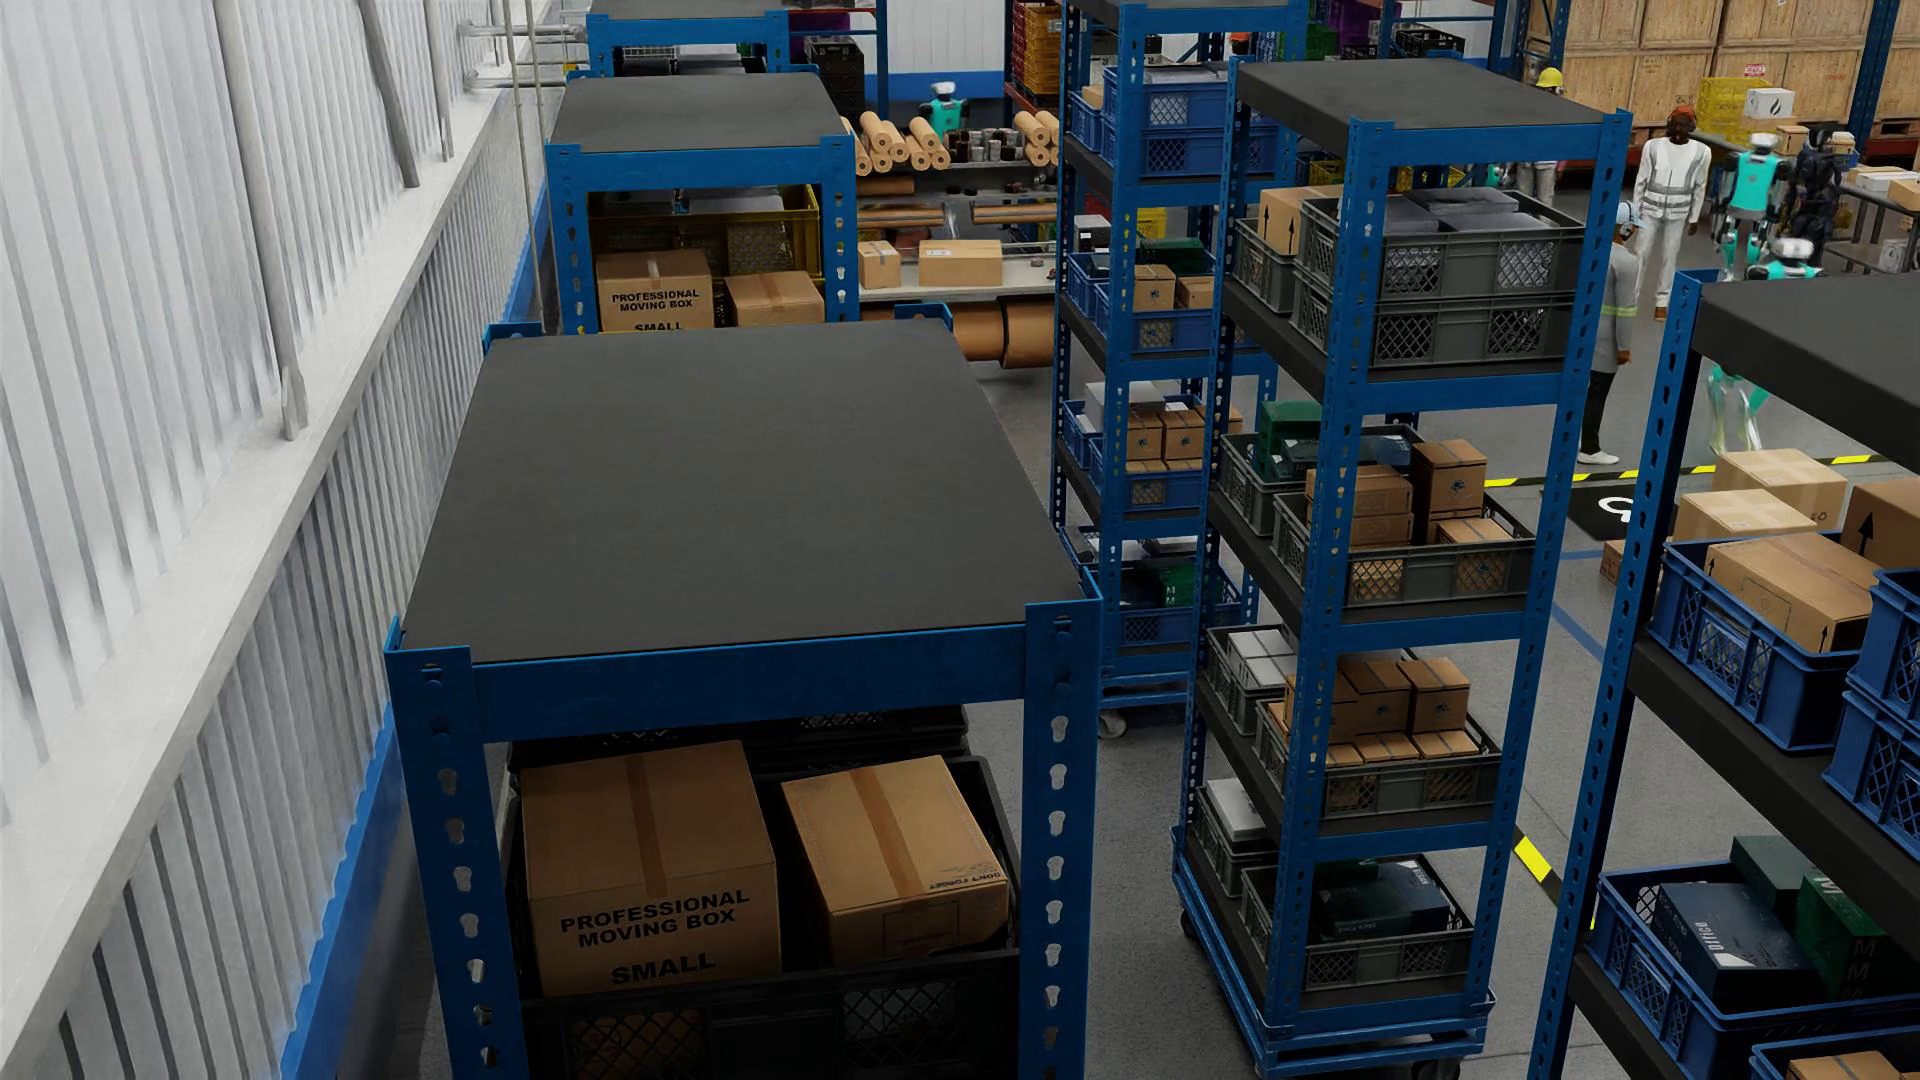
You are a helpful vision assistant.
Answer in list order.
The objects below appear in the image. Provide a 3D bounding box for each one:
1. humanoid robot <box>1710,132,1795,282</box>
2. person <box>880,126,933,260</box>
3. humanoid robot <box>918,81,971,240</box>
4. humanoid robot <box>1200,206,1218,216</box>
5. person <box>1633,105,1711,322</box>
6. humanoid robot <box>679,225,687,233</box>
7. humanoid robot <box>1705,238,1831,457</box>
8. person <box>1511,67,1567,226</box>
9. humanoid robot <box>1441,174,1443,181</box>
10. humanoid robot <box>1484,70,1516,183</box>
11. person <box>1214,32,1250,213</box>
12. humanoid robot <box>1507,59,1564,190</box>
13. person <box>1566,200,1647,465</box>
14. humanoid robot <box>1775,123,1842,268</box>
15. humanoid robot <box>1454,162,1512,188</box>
[{"bbox_3d":[6.750,-2.604,14.212,0.555,1.805,0.670,18,30,34],"label":"humanoid robot"},{"bbox_3d":[-0.403,-2.337,13.351,0.405,1.959,0.622,9,26,19],"label":"person"},{"bbox_3d":[-0.259,-3.781,16.806,0.551,1.775,0.949,-9,26,-19],"label":"humanoid robot"},{"bbox_3d":[2.729,-4.348,18.053,0.373,1.648,0.615,-17,30,-32],"label":"humanoid robot"},{"bbox_3d":[6.175,-2.853,14.569,0.572,1.882,0.360,12,27,24],"label":"person"},{"bbox_3d":[-1.935,-1.470,11.835,0.583,1.645,0.599,4,25,9],"label":"humanoid robot"},{"bbox_3d":[5.365,-1.237,11.237,0.546,1.725,1.028,1,25,2],"label":"humanoid robot"},{"bbox_3d":[5.803,-3.803,16.693,0.588,1.833,0.404,21,32,38],"label":"person"},{"bbox_3d":[5.220,-4.535,18.238,0.533,1.677,0.735,12,27,24],"label":"humanoid robot"},{"bbox_3d":[5.620,-4.100,17.514,0.315,1.653,0.599,11,27,23],"label":"humanoid robot"},{"bbox_3d":[3.025,-4.584,18.143,0.369,2.044,0.606,22,32,39],"label":"person"},{"bbox_3d":[6.321,-4.524,18.459,0.609,1.625,0.537,-12,27,-25],"label":"humanoid robot"},{"bbox_3d":[4.460,-1.433,11.524,0.389,1.849,0.587,-8,26,-16],"label":"person"},{"bbox_3d":[7.683,-2.921,14.967,0.405,1.644,0.604,-8,26,-16],"label":"humanoid robot"},{"bbox_3d":[5.175,-3.742,16.593,0.538,1.736,0.680,-6,25,-13],"label":"humanoid robot"}]
